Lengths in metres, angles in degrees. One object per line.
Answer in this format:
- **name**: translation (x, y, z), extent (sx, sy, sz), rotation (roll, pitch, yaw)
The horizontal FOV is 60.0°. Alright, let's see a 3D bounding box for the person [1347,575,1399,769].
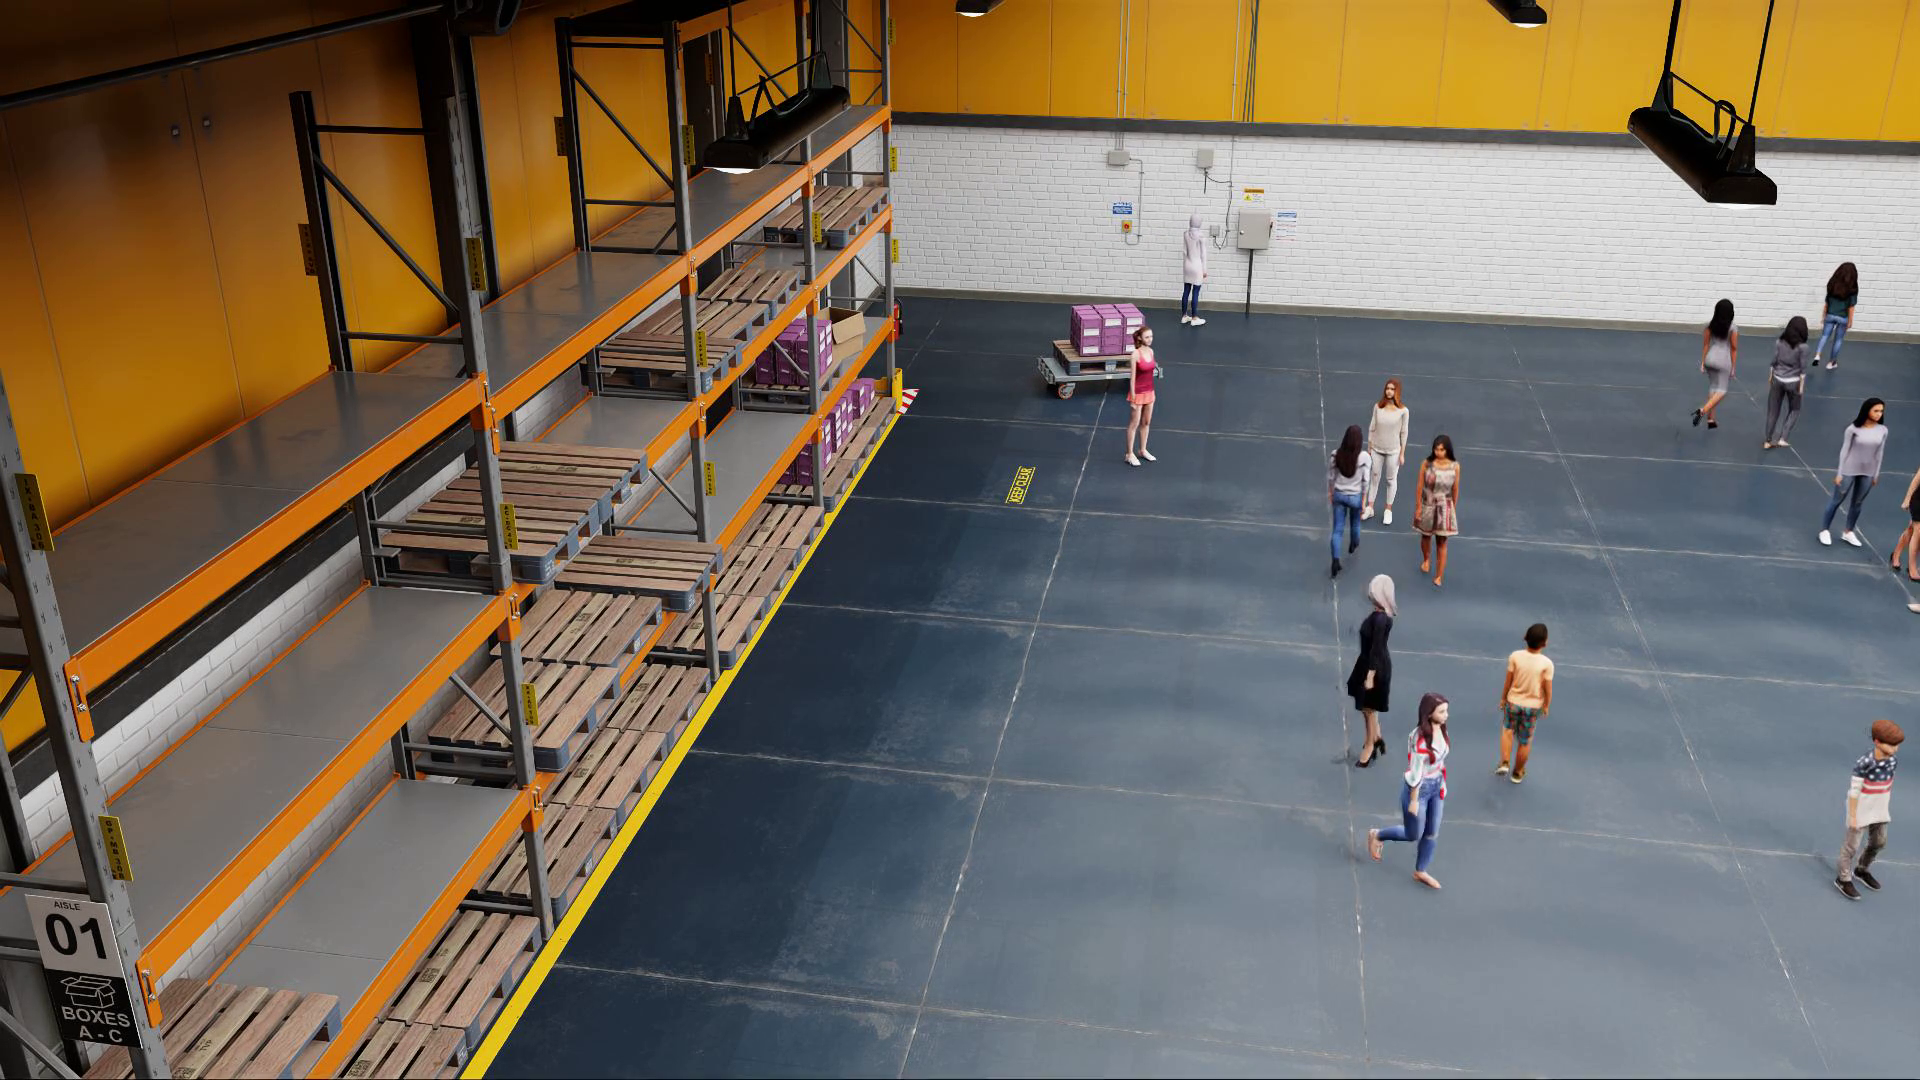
- **person**: translation (3.474, 1.130, 14.023), extent (0.677, 1.732, 0.530), rotation (-3, 24, -6)

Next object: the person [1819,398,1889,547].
- **person**: translation (9.876, -0.753, 18.337), extent (0.625, 1.727, 0.587), rotation (2, 24, 5)

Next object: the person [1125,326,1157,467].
- **person**: translation (2.263, -1.818, 20.742), extent (0.657, 1.753, 0.729), rotation (-19, 30, -37)

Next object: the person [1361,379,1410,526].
- **person**: translation (4.869, -1.034, 18.997), extent (0.671, 1.713, 0.657), rotation (12, 26, 26)

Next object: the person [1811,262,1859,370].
- **person**: translation (12.722, -3.230, 24.157), extent (0.946, 1.604, 0.850), rotation (-21, 31, -40)

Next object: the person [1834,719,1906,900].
- **person**: translation (6.776, 1.973, 12.461), extent (0.618, 1.439, 0.631), rotation (-5, 24, -11)

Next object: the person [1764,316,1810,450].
- **person**: translation (10.433, -1.967, 21.083), extent (0.786, 1.752, 0.744), rotation (-20, 31, -38)

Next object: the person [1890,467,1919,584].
- **person**: translation (10.183, -0.385, 17.646), extent (0.650, 1.607, 0.856), rotation (2, 24, 5)

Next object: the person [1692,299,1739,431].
- **person**: translation (9.836, -2.233, 21.681), extent (1.006, 1.760, 0.921), rotation (-18, 29, -35)

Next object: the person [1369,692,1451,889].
- **person**: translation (3.416, 1.861, 12.517), extent (0.900, 1.599, 0.938), rotation (-19, 30, -36)

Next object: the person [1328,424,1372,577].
- **person**: translation (4.102, -0.383, 17.679), extent (0.783, 1.576, 1.114), rotation (11, 26, 23)

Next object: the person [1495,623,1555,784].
- **person**: translation (4.662, 1.386, 13.790), extent (0.635, 1.451, 0.703), rotation (12, 26, 26)

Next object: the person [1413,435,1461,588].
- **person**: translation (5.020, -0.365, 17.604), extent (0.703, 1.603, 1.081), rotation (6, 24, 13)

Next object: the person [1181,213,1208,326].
- **person**: translation (3.709, -4.304, 26.401), extent (0.724, 1.776, 0.690), rotation (-19, 30, -37)
